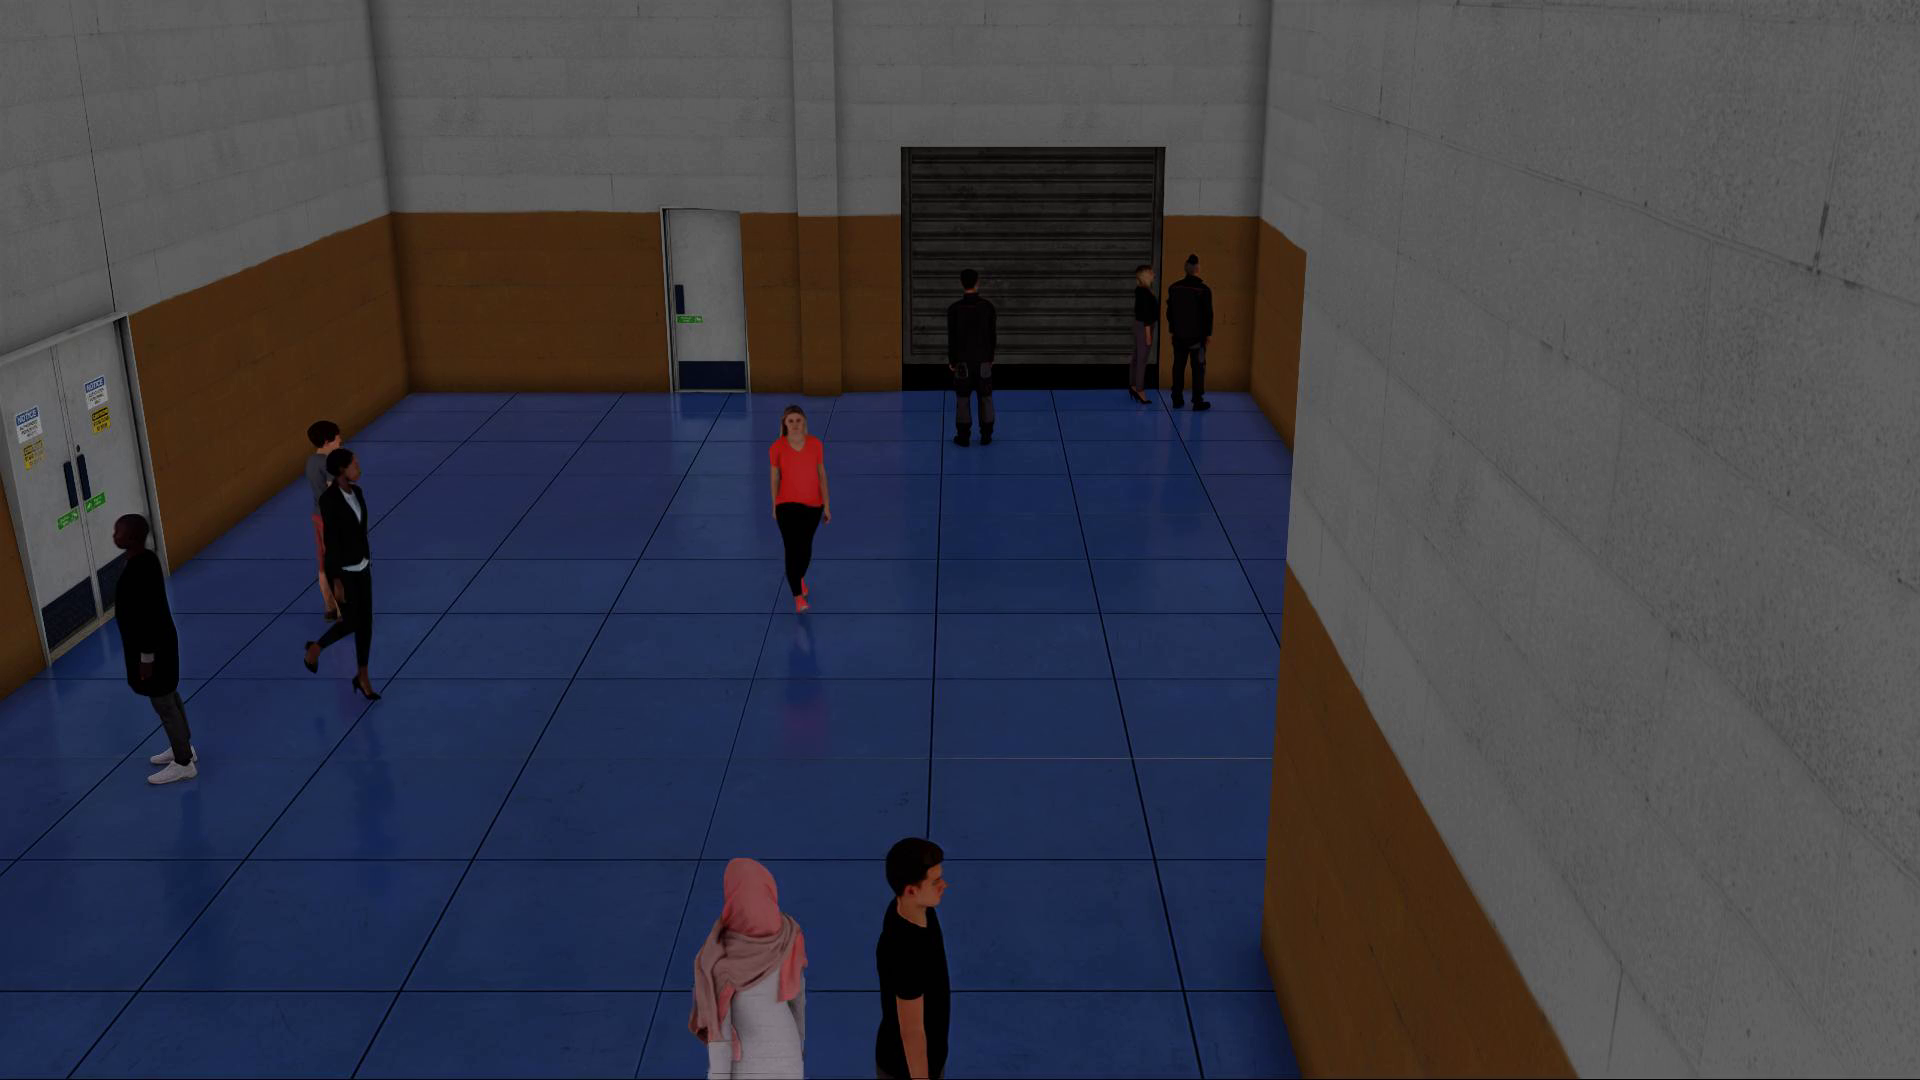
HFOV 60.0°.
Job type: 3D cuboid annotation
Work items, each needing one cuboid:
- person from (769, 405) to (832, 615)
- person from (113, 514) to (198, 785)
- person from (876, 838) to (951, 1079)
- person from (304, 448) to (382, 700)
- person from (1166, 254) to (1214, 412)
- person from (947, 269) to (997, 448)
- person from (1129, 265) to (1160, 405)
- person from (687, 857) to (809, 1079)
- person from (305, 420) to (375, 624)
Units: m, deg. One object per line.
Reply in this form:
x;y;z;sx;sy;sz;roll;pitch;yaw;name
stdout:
-1.316;-0.269;13.512;1.121;1.644;0.905;-6;20;-18;person
-5.096;0.672;10.537;0.675;1.761;0.716;-7;20;-19;person
-0.191;1.982;6.494;0.558;1.862;0.644;0;19;0;person
-4.369;0.252;11.693;0.927;1.818;0.767;6;20;18;person
2.721;-2.466;19.653;0.792;1.859;0.909;13;23;34;person
0.135;-1.988;18.140;0.579;1.944;0.790;-3;19;-9;person
2.185;-2.481;20.027;0.569;1.672;0.620;-3;19;-8;person
-0.725;2.089;6.354;1.227;1.749;1.152;-12;22;-32;person
-4.943;-0.130;13.069;0.718;1.650;0.671;-16;24;-39;person
